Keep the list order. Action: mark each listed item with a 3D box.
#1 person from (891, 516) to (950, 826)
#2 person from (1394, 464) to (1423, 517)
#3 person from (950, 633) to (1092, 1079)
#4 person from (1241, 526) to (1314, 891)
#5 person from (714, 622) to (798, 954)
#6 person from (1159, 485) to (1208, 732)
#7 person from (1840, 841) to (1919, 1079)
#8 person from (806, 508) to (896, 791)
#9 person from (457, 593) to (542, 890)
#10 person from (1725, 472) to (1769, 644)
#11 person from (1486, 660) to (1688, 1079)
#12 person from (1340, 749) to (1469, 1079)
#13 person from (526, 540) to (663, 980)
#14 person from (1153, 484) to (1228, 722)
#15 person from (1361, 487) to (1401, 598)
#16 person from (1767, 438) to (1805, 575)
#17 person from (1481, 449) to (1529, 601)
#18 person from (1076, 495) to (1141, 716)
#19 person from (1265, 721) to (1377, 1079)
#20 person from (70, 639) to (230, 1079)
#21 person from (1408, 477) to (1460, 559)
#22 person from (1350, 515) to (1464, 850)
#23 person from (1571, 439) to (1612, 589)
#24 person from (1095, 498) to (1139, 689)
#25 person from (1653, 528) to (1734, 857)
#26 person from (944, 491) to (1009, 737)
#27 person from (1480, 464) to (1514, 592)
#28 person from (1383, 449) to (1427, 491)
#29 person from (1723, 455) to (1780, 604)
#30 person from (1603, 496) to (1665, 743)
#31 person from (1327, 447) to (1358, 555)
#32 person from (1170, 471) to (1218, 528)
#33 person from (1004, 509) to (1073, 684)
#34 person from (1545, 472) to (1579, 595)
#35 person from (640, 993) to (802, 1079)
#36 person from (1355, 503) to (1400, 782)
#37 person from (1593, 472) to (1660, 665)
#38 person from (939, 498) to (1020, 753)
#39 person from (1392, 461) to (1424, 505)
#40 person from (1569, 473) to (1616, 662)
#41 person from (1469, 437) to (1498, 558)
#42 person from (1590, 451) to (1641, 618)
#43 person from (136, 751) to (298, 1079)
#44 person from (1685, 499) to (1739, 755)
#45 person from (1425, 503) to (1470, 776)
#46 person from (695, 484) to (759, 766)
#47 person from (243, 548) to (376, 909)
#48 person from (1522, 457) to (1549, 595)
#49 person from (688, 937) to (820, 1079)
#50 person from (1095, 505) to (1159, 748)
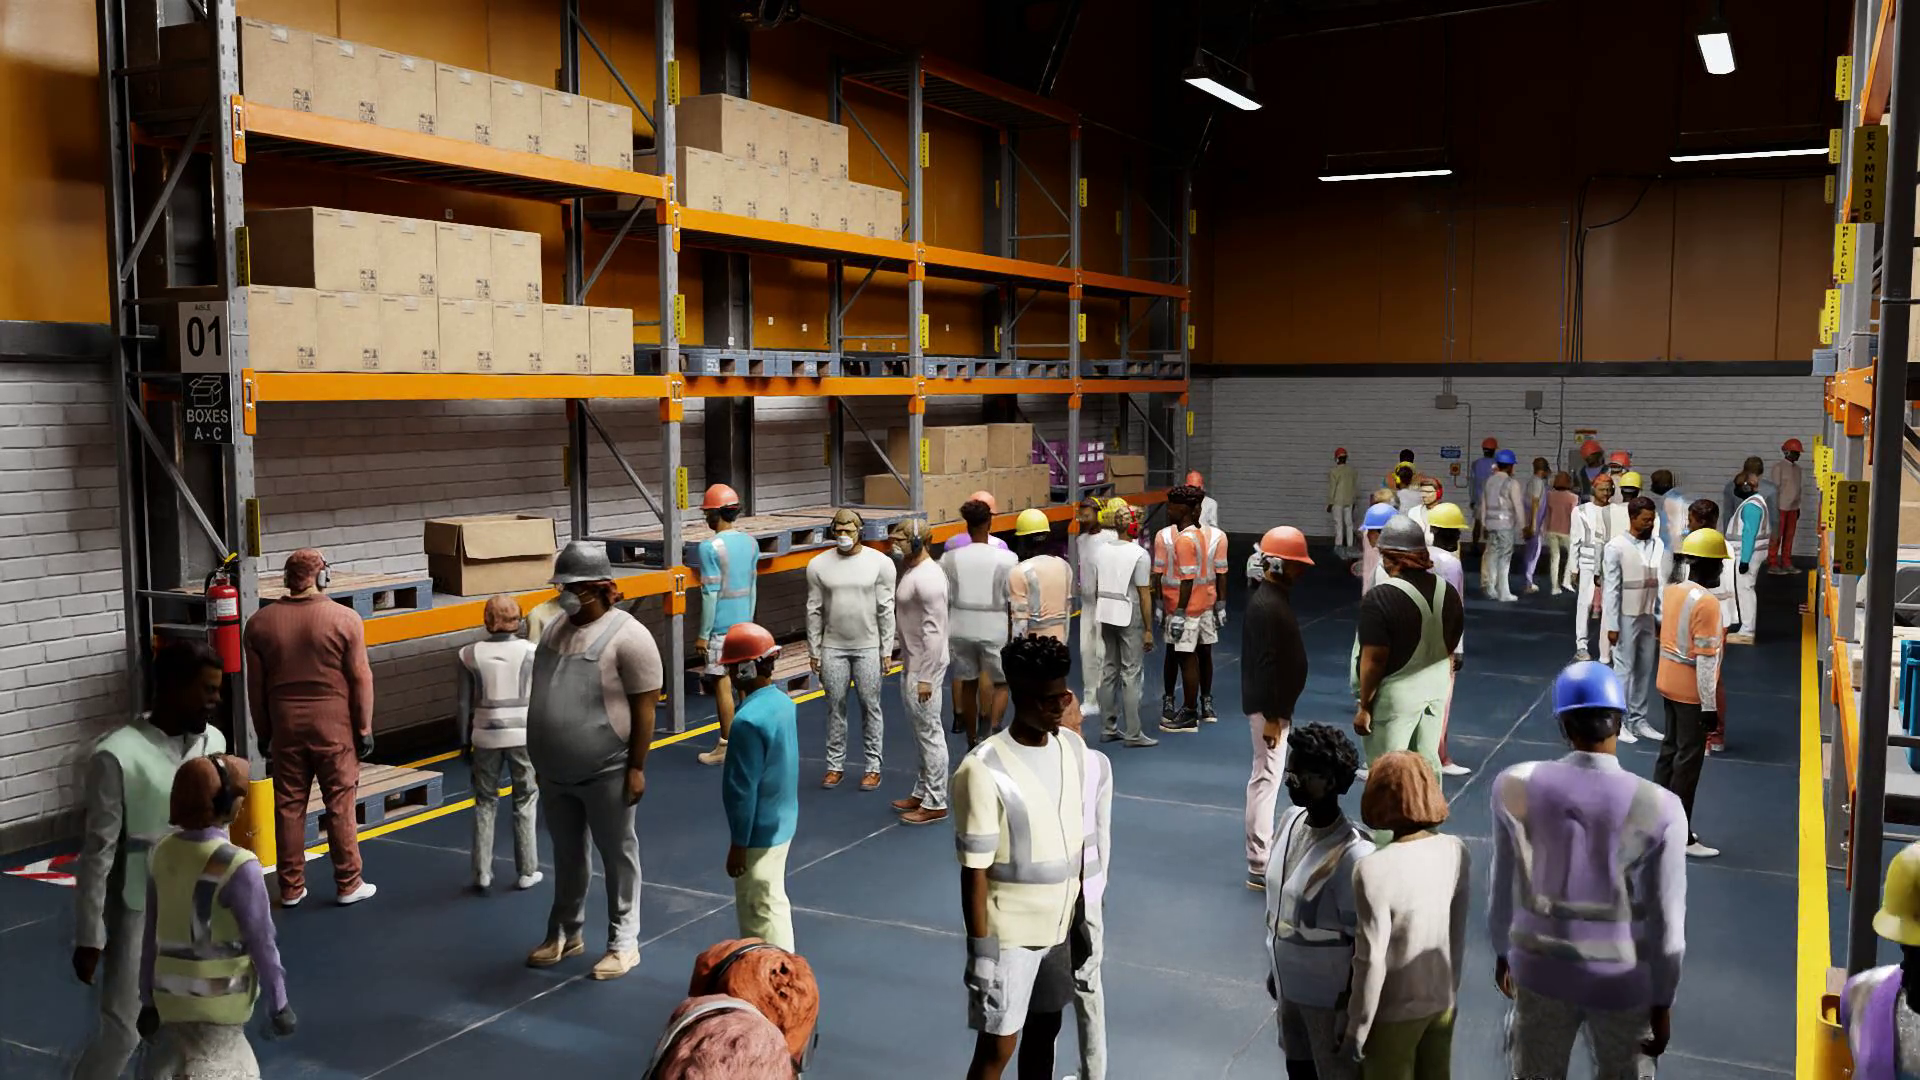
[{"bbox_3d":[-0.245,0.814,10.460,0.352,1.937,0.635,-1,5,-9],"label":"person"},{"bbox_3d":[5.195,0.050,19.212,0.530,1.850,0.682,-3,6,-27],"label":"person"},{"bbox_3d":[0.219,1.268,5.516,0.387,1.957,0.606,5,7,42],"label":"person"},{"bbox_3d":[1.727,0.914,9.107,0.384,1.991,0.609,1,5,15],"label":"person"},{"bbox_3d":[-0.883,1.220,7.152,0.354,1.738,0.575,1,5,11],"label":"person"},{"bbox_3d":[1.782,0.541,13.248,0.363,1.965,0.610,1,5,13],"label":"person"},{"bbox_3d":[2.071,1.510,3.392,1.008,1.872,0.610,-2,6,-25],"label":"person"},{"bbox_3d":[-0.740,0.742,11.316,0.623,1.932,0.367,1,5,7],"label":"person"},{"bbox_3d":[-2.455,1.099,9.030,0.530,1.630,0.354,0,5,-2],"label":"person"},{"bbox_3d":[8.397,0.192,17.761,0.429,1.830,0.634,3,6,25],"label":"person"},{"bbox_3d":[1.862,1.336,5.048,0.628,1.909,0.743,3,6,33],"label":"person"},{"bbox_3d":[1.373,1.459,5.143,0.507,1.631,0.266,-4,7,-36],"label":"person"},{"bbox_3d":[-1.761,1.014,7.761,0.673,2.000,0.536,3,6,29],"label":"person"},{"bbox_3d":[1.881,0.518,13.574,0.603,1.957,0.385,0,5,5],"label":"person"},{"bbox_3d":[3.608,0.499,14.147,0.458,1.881,0.718,-1,5,-6],"label":"person"},{"bbox_3d":[12.035,-0.483,24.183,0.612,1.986,0.407,-3,6,-29],"label":"person"},{"bbox_3d":[6.908,-0.184,21.165,0.426,1.942,0.628,-2,6,-21],"label":"person"},{"bbox_3d":[1.211,0.544,13.848,0.630,1.845,0.547,-4,7,-39],"label":"person"},{"bbox_3d":[1.134,1.415,5.271,0.321,1.697,0.530,-2,6,-19],"label":"person"},{"bbox_3d":[-2.835,1.281,5.804,0.489,1.874,0.661,1,5,15],"label":"person"},{"bbox_3d":[4.694,0.297,16.512,0.375,1.844,0.567,-5,7,-44],"label":"person"},{"bbox_3d":[2.439,0.869,9.321,0.682,2.000,0.537,-3,6,-31],"label":"person"},{"bbox_3d":[8.544,-0.342,22.397,0.636,2.043,0.406,5,7,41],"label":"person"},{"bbox_3d":[1.415,0.484,15.100,0.484,1.735,0.310,2,6,25],"label":"person"},{"bbox_3d":[4.317,0.888,9.781,0.399,1.919,0.588,0,5,3],"label":"person"},{"bbox_3d":[0.145,0.581,13.071,0.548,1.925,0.392,3,6,25],"label":"person"},{"bbox_3d":[7.152,-0.170,22.101,0.371,1.741,0.571,5,7,42],"label":"person"},{"bbox_3d":[5.891,-0.250,22.047,0.587,1.914,0.392,1,5,12],"label":"person"},{"bbox_3d":[9.720,-0.096,20.466,0.636,1.908,0.904,5,7,42],"label":"person"},{"bbox_3d":[5.200,0.608,12.862,0.603,1.906,0.399,-3,6,-30],"label":"person"},{"bbox_3d":[6.162,-0.621,26.904,0.564,1.748,0.339,-3,6,-28],"label":"person"},{"bbox_3d":[2.755,0.054,19.634,0.572,1.747,0.347,1,6,15],"label":"person"},{"bbox_3d":[0.512,0.751,11.211,0.382,1.923,0.591,5,7,42],"label":"person"},{"bbox_3d":[7.896,-0.088,21.823,0.507,1.616,0.384,5,7,44],"label":"person"},{"bbox_3d":[-0.338,1.590,2.366,0.654,1.896,0.400,-3,6,-31],"label":"person"},{"bbox_3d":[2.960,0.712,11.568,0.414,1.939,0.605,2,6,23],"label":"person"},{"bbox_3d":[6.515,0.289,16.277,0.592,1.911,0.398,2,6,24],"label":"person"},{"bbox_3d":[0.143,0.672,11.936,0.626,1.946,0.540,1,5,11],"label":"person"},{"bbox_3d":[5.437,-0.044,20.266,0.404,1.828,0.602,-2,6,-25],"label":"person"},{"bbox_3d":[6.369,0.276,16.569,0.574,1.880,0.357,1,5,8],"label":"person"},{"bbox_3d":[8.347,-0.657,26.317,0.551,1.933,0.378,5,7,41],"label":"person"},{"bbox_3d":[7.685,-0.046,19.492,0.410,1.984,0.617,-5,7,-43],"label":"person"},{"bbox_3d":[-2.392,1.469,5.204,0.515,1.599,0.837,4,7,36],"label":"person"},{"bbox_3d":[5.579,0.650,12.418,0.410,1.908,0.598,5,7,43],"label":"person"},{"bbox_3d":[3.402,0.696,11.794,0.381,1.924,0.593,-2,6,-16],"label":"person"},{"bbox_3d":[-1.720,0.614,12.063,0.391,2.040,0.614,3,6,29],"label":"person"},{"bbox_3d":[-3.405,0.989,8.781,0.639,1.903,0.406,0,5,-2],"label":"person"},{"bbox_3d":[7.593,-0.179,21.943,0.348,1.810,0.693,1,6,15],"label":"person"},{"bbox_3d":[-0.319,1.565,2.672,0.345,1.882,0.584,5,7,41],"label":"person"},{"bbox_3d":[1.242,0.656,12.651,0.389,1.846,0.564,-4,7,-38],"label":"person"}]
